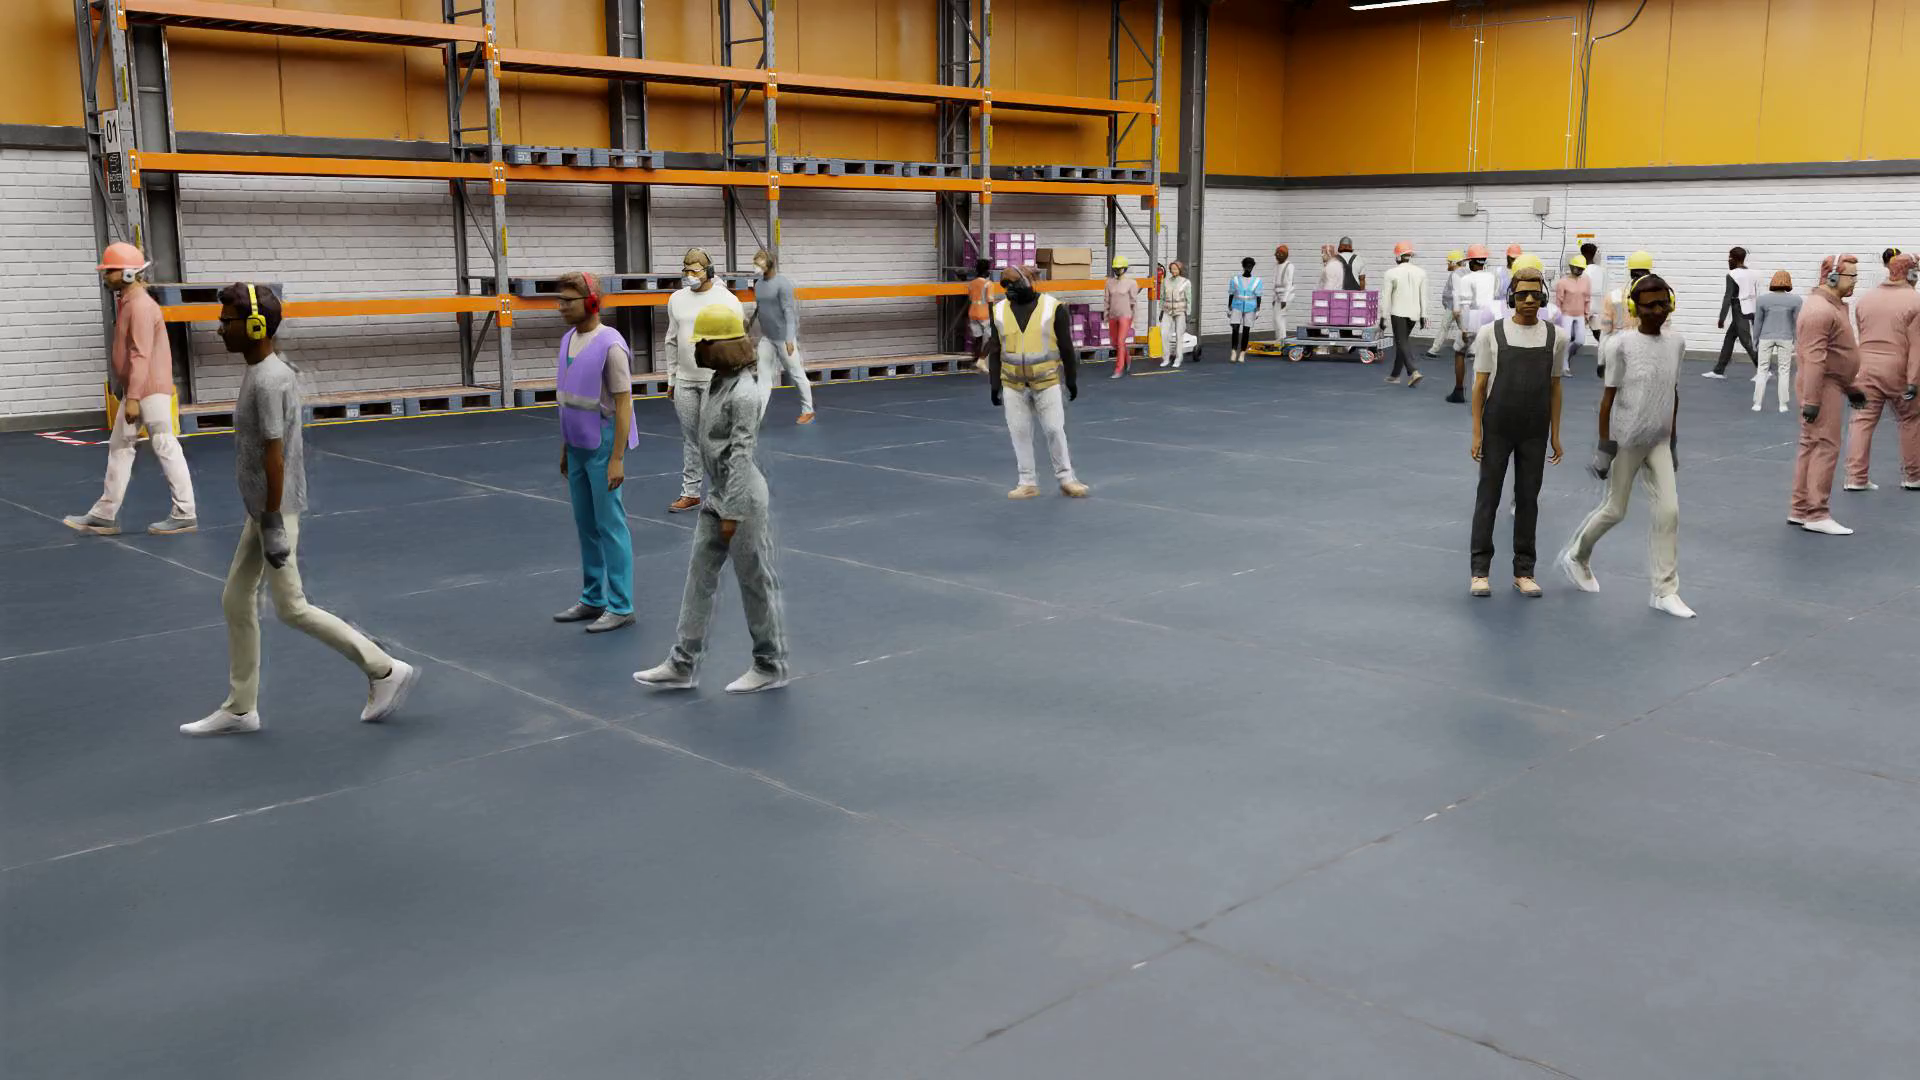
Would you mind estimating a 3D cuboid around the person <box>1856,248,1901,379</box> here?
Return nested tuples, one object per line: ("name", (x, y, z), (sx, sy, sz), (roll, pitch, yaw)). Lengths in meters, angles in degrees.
("person", (13.071, -3.171, 23.401), (0.864, 1.831, 0.539), (0, 10, 1))

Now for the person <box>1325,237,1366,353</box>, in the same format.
("person", (6.618, -4.268, 28.818), (0.711, 2.000, 0.881), (0, 10, 2))

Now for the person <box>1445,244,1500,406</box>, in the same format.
("person", (6.150, -2.573, 19.943), (0.557, 1.908, 0.760), (-3, 11, -16))

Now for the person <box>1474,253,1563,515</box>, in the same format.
("person", (4.020, -1.122, 12.066), (0.601, 1.903, 0.870), (1, 10, 5))

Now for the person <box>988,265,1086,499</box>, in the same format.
("person", (0.571, -1.194, 12.726), (0.727, 1.802, 0.473), (3, 11, 15))

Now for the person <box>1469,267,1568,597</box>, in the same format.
("person", (3.120, -0.595, 9.323), (0.506, 1.847, 0.346), (1, 10, 5))

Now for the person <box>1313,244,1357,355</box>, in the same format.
("person", (6.359, -4.047, 28.104), (0.747, 1.874, 0.667), (6, 12, 30))

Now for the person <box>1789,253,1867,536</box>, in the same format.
("person", (5.948, -1.002, 11.389), (0.455, 1.899, 0.662), (6, 12, 29))

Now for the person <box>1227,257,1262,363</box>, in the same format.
("person", (4.506, -3.632, 26.336), (0.547, 1.663, 0.688), (2, 11, 9))

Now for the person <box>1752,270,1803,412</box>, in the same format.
("person", (9.389, -2.283, 19.139), (0.498, 1.626, 0.289), (6, 12, 29))

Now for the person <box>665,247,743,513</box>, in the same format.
("person", (-1.867, -1.144, 12.075), (0.627, 1.934, 0.371), (5, 11, 24))

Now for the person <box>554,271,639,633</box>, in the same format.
("person", (-1.870, -0.453, 8.556), (0.368, 1.840, 0.570), (-9, 14, -40))

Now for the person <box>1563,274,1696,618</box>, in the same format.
("person", (3.698, -0.541, 9.103), (0.533, 1.830, 0.903), (-3, 11, -14))

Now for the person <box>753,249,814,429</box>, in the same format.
("person", (-1.928, -2.116, 17.559), (1.045, 1.873, 0.746), (-10, 14, -44))

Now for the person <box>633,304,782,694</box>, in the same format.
("person", (-1.094, -0.155, 7.228), (0.694, 1.717, 0.510), (-6, 12, -28))

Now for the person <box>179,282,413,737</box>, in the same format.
("person", (-2.730, -0.118, 6.725), (0.868, 1.843, 0.534), (-4, 11, -23))

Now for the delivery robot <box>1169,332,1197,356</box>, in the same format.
("delivery robot", (3.503, -3.135, 26.438), (0.477, 0.478, 0.707), (5, 12, 27))

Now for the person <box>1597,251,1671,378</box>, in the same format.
("person", (6.112, -1.671, 15.075), (0.593, 1.889, 0.964), (2, 11, 11))

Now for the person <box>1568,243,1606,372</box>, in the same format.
("person", (9.342, -3.447, 24.701), (0.634, 1.915, 1.027), (-6, 12, -31))

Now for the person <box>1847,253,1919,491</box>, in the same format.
("person", (7.439, -1.313, 13.168), (0.846, 1.878, 0.648), (-5, 12, -26))

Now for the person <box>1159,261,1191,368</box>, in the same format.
("person", (3.254, -3.434, 25.383), (0.540, 1.619, 0.560), (5, 12, 26))

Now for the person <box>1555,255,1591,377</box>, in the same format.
("person", (8.758, -3.217, 23.883), (0.537, 1.742, 0.516), (-2, 11, -12))

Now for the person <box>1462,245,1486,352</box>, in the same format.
("person", (8.987, -4.172, 28.793), (0.606, 1.852, 0.802), (-10, 14, -42))

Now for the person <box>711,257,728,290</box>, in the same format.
("person", (-2.766, -2.184, 18.014), (0.429, 1.839, 0.622), (-9, 14, -41))

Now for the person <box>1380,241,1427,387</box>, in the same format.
("person", (6.011, -3.046, 22.420), (0.628, 1.957, 0.989), (-3, 11, -16))

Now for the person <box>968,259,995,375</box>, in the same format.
("person", (0.334, -3.216, 24.066), (0.358, 1.684, 0.533), (-9, 14, -41))

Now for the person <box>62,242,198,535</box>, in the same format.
("person", (-5.606, -0.980, 11.086), (0.905, 1.960, 0.647), (-7, 13, -34))

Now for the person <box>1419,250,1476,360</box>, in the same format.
("person", (8.020, -3.797, 26.975), (0.952, 1.784, 0.605), (6, 12, 30))

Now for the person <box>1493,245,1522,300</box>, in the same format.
("person", (8.387, -3.554, 25.373), (0.644, 1.865, 1.003), (4, 11, 21))

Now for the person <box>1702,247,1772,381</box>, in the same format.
("person", (10.965, -3.161, 23.276), (0.604, 1.870, 1.001), (-8, 13, -39))

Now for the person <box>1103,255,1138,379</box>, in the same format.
("person", (2.320, -3.184, 23.734), (0.532, 1.746, 0.741), (7, 13, 34))

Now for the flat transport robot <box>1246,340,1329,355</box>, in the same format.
("flat transport robot", (5.521, -3.276, 28.238), (1.431, 0.197, 0.652), (-7, 13, -34))

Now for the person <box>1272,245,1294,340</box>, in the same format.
("person", (5.651, -4.234, 29.187), (0.400, 1.856, 0.588), (-4, 11, -19))
